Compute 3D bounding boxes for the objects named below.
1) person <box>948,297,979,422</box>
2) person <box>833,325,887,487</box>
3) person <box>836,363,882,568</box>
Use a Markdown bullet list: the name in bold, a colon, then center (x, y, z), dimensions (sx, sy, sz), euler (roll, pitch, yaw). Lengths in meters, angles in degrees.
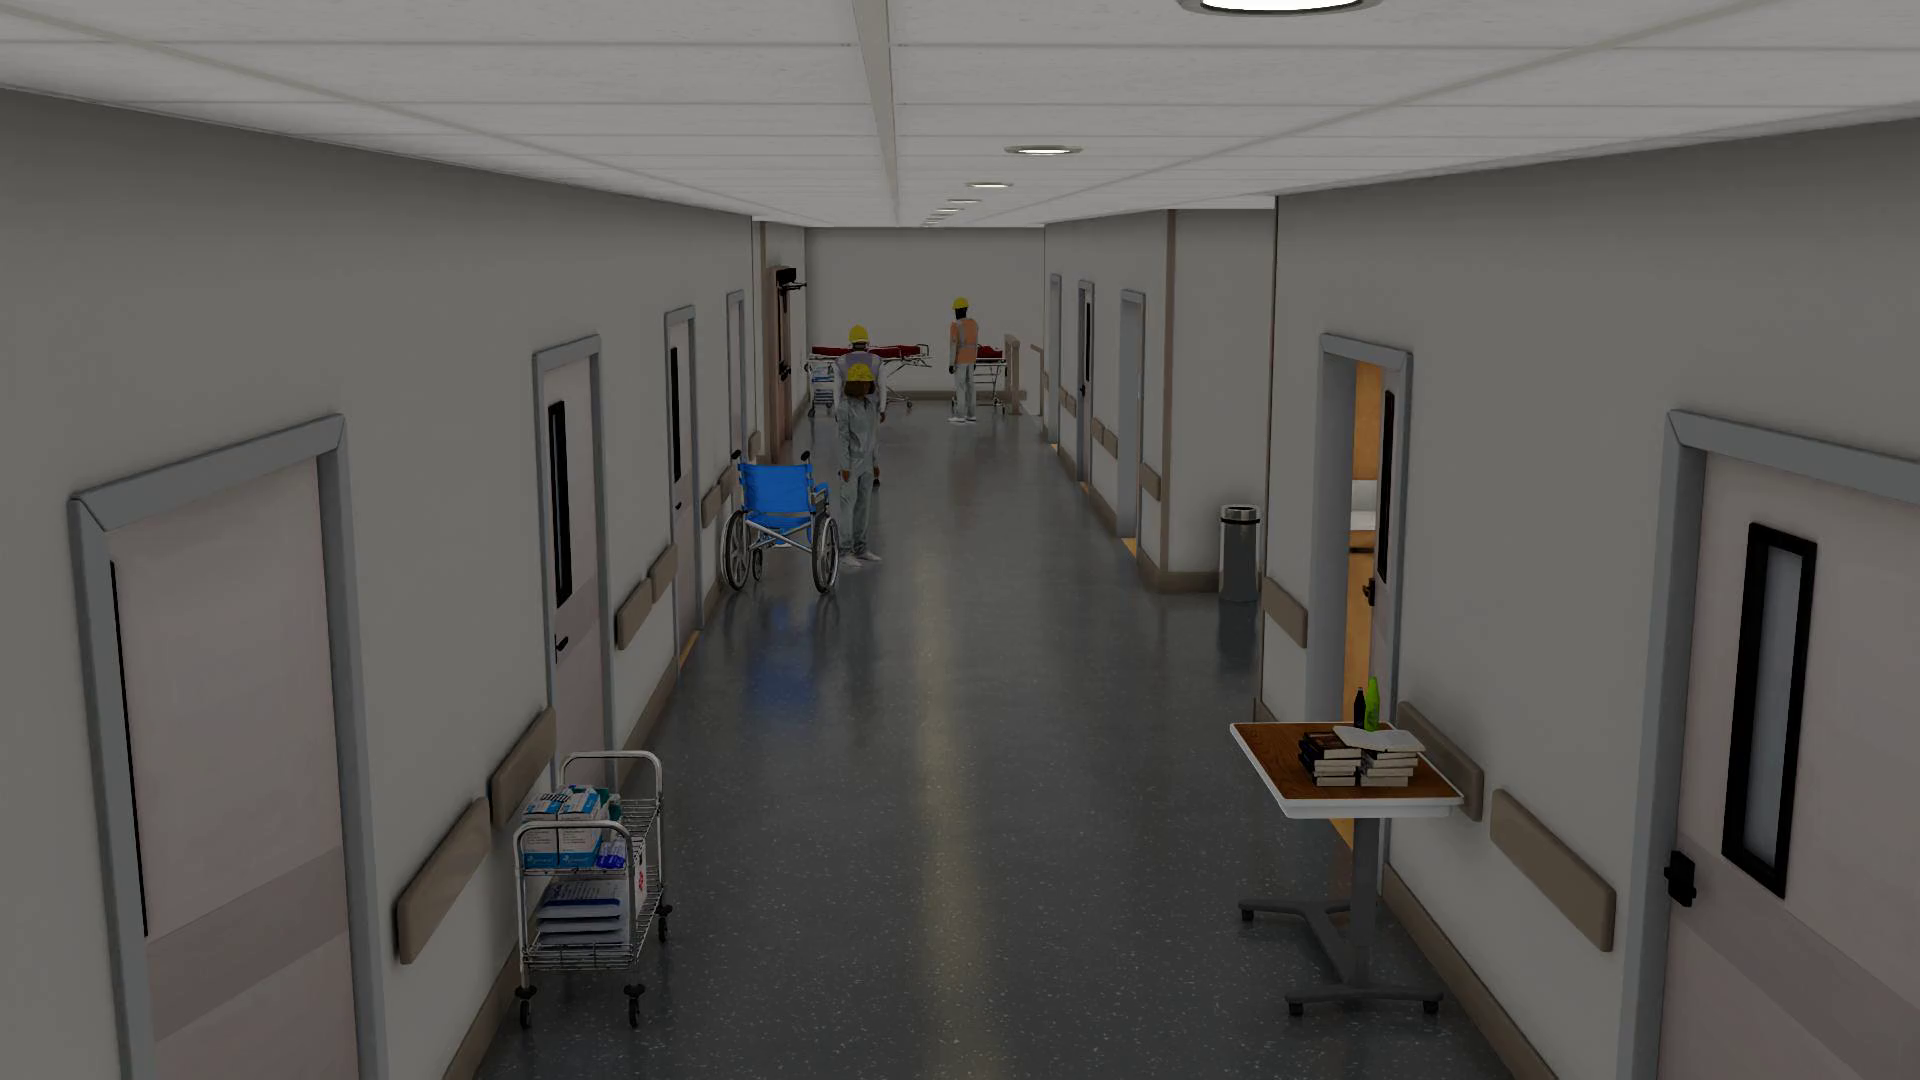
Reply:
- **person**: center (0.038, -2.776, 25.673), dimensions (0.397, 1.920, 0.586), euler (9, 14, 41)
- **person**: center (-1.131, -1.507, 18.820), dimensions (0.600, 1.836, 0.404), euler (-1, 10, -5)
- **person**: center (-0.860, -0.647, 14.293), dimensions (0.299, 1.745, 0.483), euler (6, 12, 32)
